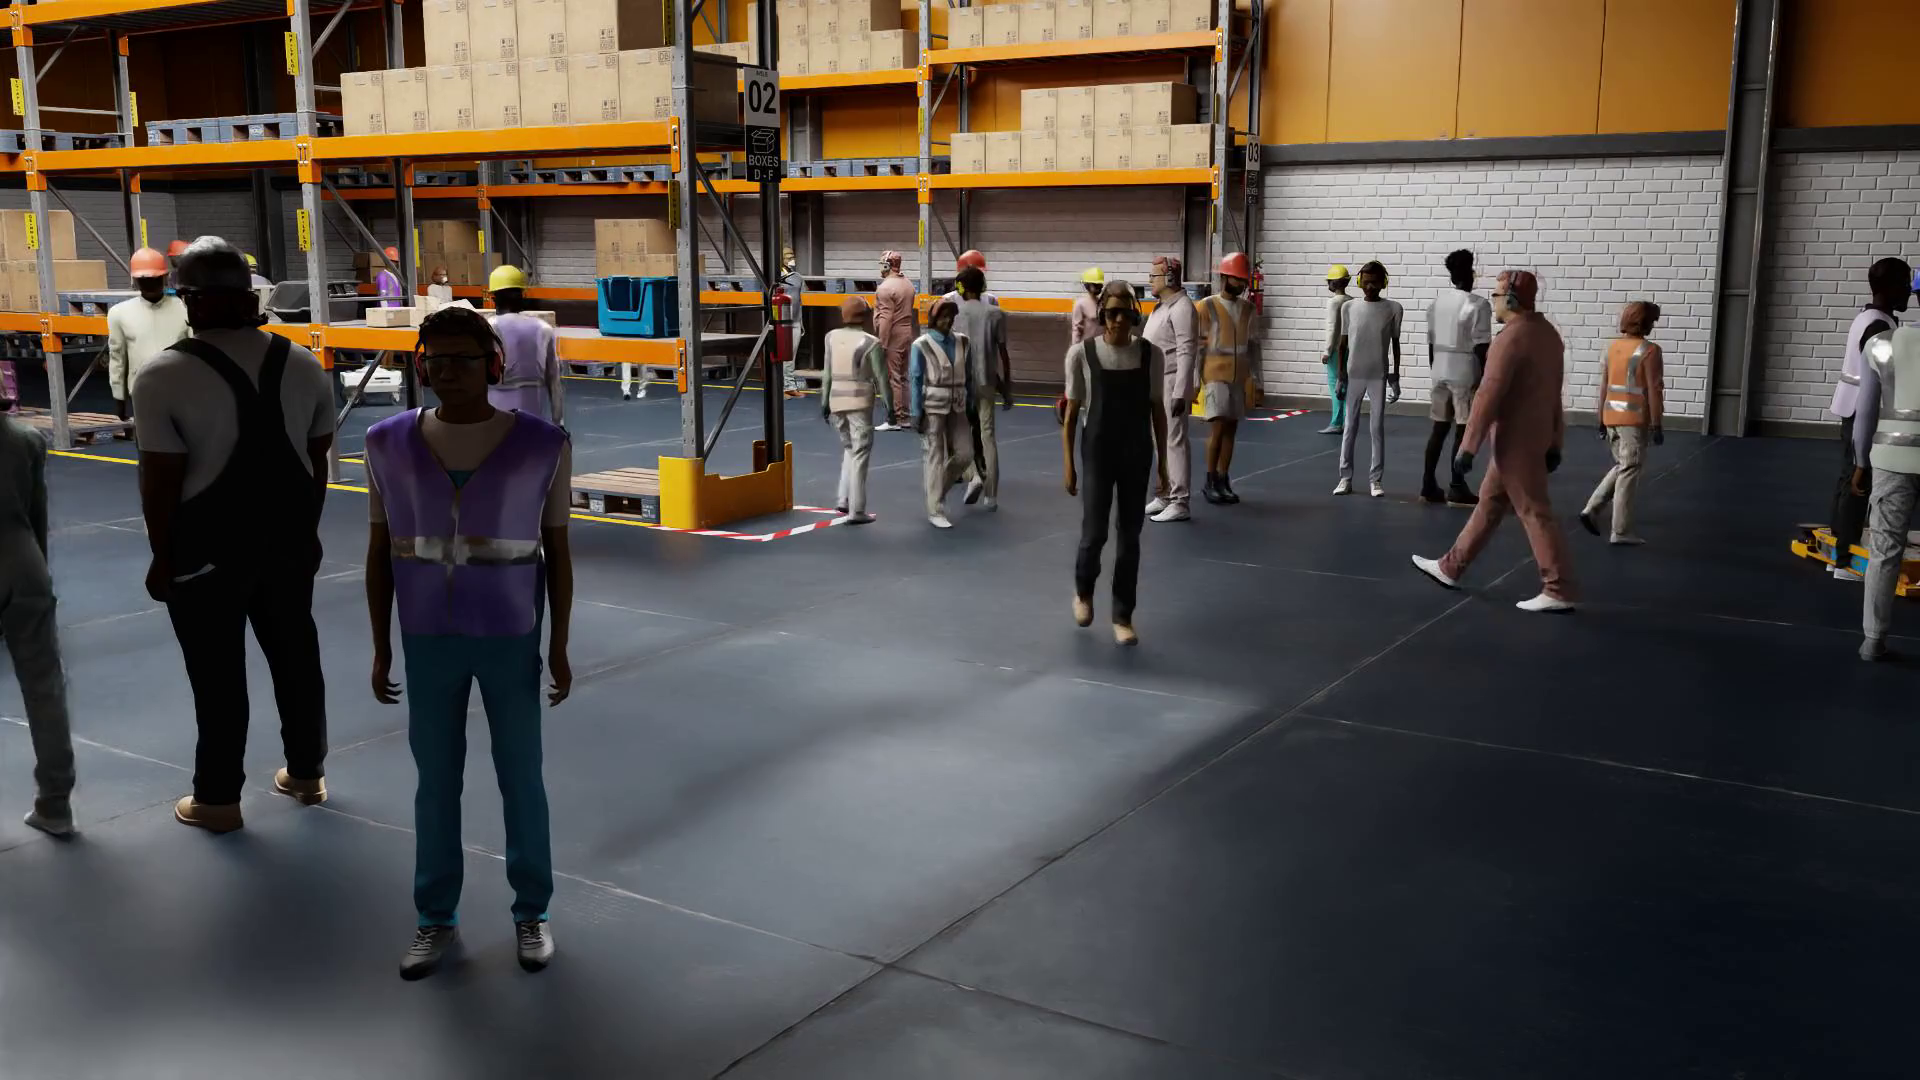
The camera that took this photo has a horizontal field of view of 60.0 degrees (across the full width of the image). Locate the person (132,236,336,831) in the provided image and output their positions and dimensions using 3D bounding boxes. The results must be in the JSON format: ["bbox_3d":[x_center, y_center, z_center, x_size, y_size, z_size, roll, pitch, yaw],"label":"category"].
[{"bbox_3d":[-2.546,-0.028,5.784,0.538,2.000,0.684,7,13,35],"label":"person"}]

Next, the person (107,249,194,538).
[{"bbox_3d":[-5.438,-0.993,11.368,0.628,1.949,0.927,-6,12,-30],"label":"person"}]

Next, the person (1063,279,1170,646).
[{"bbox_3d":[0.783,-0.387,8.367,0.526,1.834,0.447,-2,10,-8],"label":"person"}]

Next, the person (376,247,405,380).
[{"bbox_3d":[-8.137,-3.226,23.842,0.417,1.928,0.548,0,10,2],"label":"person"}]

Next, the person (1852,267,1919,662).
[{"bbox_3d":[4.571,-0.360,7.901,0.603,1.942,0.402,8,13,38],"label":"person"}]

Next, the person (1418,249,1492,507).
[{"bbox_3d":[3.786,-1.222,12.671,0.383,1.945,0.673,-5,11,-25],"label":"person"}]

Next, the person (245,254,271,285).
[{"bbox_3d":[-9.727,-3.007,22.876,0.404,1.827,0.600,5,11,25],"label":"person"}]

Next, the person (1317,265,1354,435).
[{"bbox_3d":[3.939,-1.986,17.399,0.326,1.767,0.533,8,13,39],"label":"person"}]

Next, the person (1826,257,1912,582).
[{"bbox_3d":[5.420,-0.717,9.942,0.399,1.920,0.590,4,11,23],"label":"person"}]

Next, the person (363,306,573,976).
[{"bbox_3d":[-1.348,0.278,4.626,0.566,1.847,0.389,-1,10,-7],"label":"person"}]

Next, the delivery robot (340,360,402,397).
[{"bbox_3d":[-7.181,-1.950,20.292,0.707,0.478,0.477,-4,11,-22],"label":"delivery robot"}]

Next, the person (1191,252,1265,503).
[{"bbox_3d":[2.083,-1.226,12.734,0.581,1.924,0.491,-5,11,-24],"label":"person"}]

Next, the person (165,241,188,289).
[{"bbox_3d":[-9.742,-2.711,20.735,0.634,2.000,0.996,8,13,38],"label":"person"}]

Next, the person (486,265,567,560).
[{"bbox_3d":[-2.856,-0.813,10.634,1.041,1.865,0.599,8,13,38],"label":"person"}]

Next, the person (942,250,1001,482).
[{"bbox_3d":[0.093,-1.445,13.927,0.553,1.934,0.366,-4,11,-23],"label":"person"}]

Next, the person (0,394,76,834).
[{"bbox_3d":[-3.386,0.147,5.736,0.842,1.706,0.498,7,12,35],"label":"person"}]

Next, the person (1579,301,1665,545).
[{"bbox_3d":[4.442,-0.764,11.022,0.364,1.629,0.527,-2,10,-12],"label":"person"}]

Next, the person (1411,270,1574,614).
[{"bbox_3d":[2.984,-0.549,9.189,1.044,1.848,0.666,7,13,36],"label":"person"}]

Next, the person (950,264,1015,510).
[{"bbox_3d":[0.100,-1.143,12.524,0.666,1.837,0.455,-2,10,-10],"label":"person"}]

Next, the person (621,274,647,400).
[{"bbox_3d":[-4.150,-2.568,21.100,0.529,1.587,0.872,0,10,-1],"label":"person"}]

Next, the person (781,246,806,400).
[{"bbox_3d":[-2.206,-2.754,21.175,0.370,1.940,0.630,7,12,32],"label":"person"}]

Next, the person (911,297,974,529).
[{"bbox_3d":[-0.127,-0.899,11.748,0.538,1.624,0.390,-7,13,-36],"label":"person"}]

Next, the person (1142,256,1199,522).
[{"bbox_3d":[1.482,-1.086,12.020,0.402,1.906,0.652,-2,10,-10],"label":"person"}]

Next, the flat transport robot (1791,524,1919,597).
[{"bbox_3d":[5.615,0.111,9.923,0.652,0.197,1.431,0,10,3],"label":"flat transport robot"}]

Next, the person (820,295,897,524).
[{"bbox_3d":[-0.733,-0.934,11.906,0.534,1.626,0.400,8,13,38],"label":"person"}]

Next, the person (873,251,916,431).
[{"bbox_3d":[-0.729,-2.112,17.703,0.402,1.911,0.639,5,11,24],"label":"person"}]

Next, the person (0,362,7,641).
[{"bbox_3d":[-5.028,-0.366,8.237,0.600,1.829,0.404,1,10,5],"label":"person"}]

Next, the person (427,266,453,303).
[{"bbox_3d":[-7.801,-3.293,25.030,0.276,1.628,0.498,5,11,25],"label":"person"}]

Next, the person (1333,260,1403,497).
[{"bbox_3d":[3.231,-1.272,13.170,0.515,1.865,0.329,3,11,18],"label":"person"}]

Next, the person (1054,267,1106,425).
[{"bbox_3d":[1.349,-2.033,17.739,0.532,1.740,0.755,-8,13,-38],"label":"person"}]

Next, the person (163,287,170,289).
[{"bbox_3d":[-11.463,-3.095,23.741,0.322,1.693,0.535,3,11,15],"label":"person"}]
